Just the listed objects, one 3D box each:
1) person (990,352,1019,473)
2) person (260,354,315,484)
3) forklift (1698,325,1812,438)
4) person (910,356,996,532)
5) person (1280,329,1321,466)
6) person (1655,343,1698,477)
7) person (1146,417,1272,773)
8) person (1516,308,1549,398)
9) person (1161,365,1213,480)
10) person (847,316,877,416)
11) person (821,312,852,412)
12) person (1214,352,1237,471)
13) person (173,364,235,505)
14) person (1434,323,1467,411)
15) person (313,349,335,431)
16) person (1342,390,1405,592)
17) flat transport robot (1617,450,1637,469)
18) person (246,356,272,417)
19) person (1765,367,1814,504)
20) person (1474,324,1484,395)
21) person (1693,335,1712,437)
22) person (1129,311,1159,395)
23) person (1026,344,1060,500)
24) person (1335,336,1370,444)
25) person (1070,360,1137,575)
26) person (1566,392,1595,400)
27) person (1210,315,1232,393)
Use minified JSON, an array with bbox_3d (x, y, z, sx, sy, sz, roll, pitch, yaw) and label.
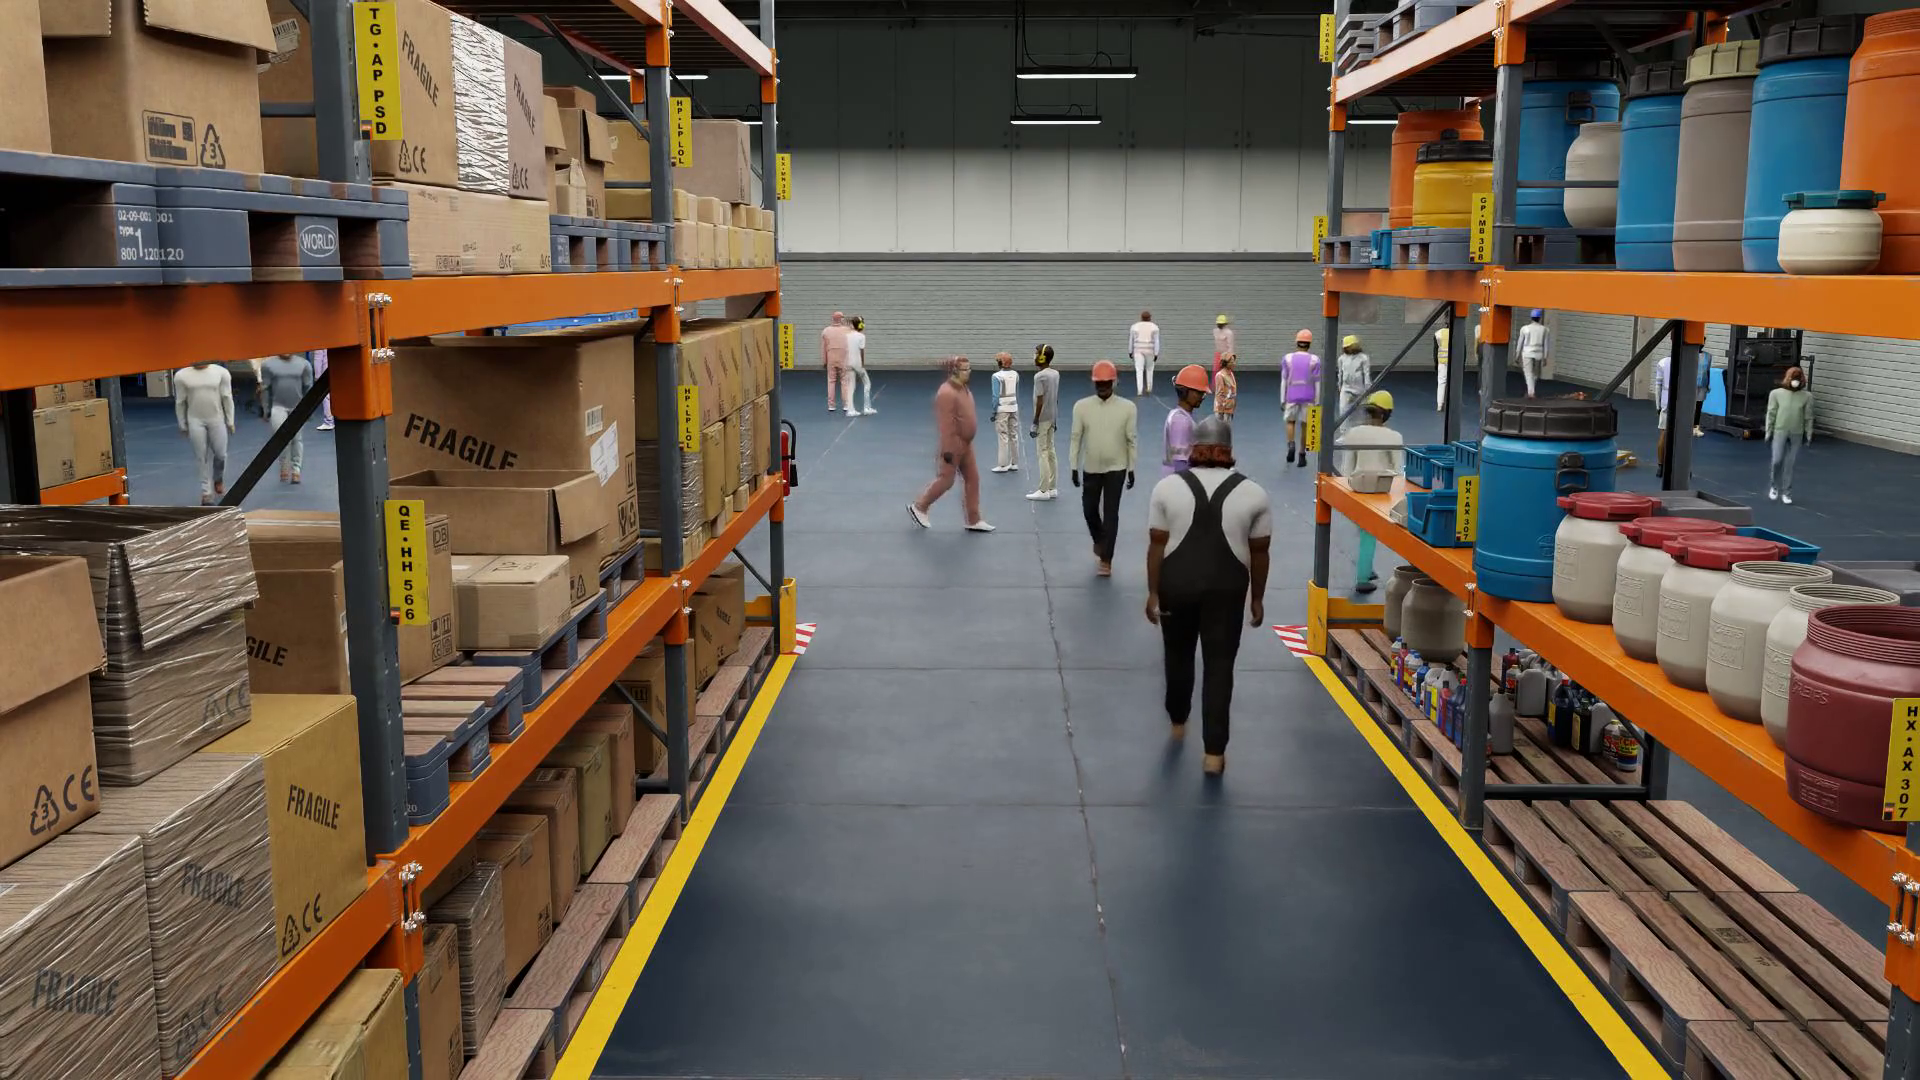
[{"bbox_3d":[0.614,-1.741,22.666,0.315,1.641,0.514,9,13,43],"label":"person"},{"bbox_3d":[-8.633,-1.674,21.416,0.655,1.921,0.668,-4,10,-24],"label":"person"},{"bbox_3d":[13.248,-3.165,27.620,1.129,2.768,1.873,0,9,1],"label":"forklift"},{"bbox_3d":[-0.089,-1.031,17.728,0.878,1.877,0.652,4,10,24],"label":"person"},{"bbox_3d":[4.790,-2.001,23.377,0.573,1.919,0.418,3,10,15],"label":"person"},{"bbox_3d":[9.539,-1.797,22.124,0.364,1.934,0.552,-8,13,-41],"label":"person"},{"bbox_3d":[1.437,0.257,9.631,0.703,2.000,0.981,2,10,9],"label":"person"},{"bbox_3d":[11.762,-3.789,34.112,0.598,1.919,0.933,0,9,-1],"label":"person"},{"bbox_3d":[1.816,-0.389,13.399,0.404,2.033,0.608,1,10,8],"label":"person"},{"bbox_3d":[-1.842,-3.253,31.119,0.554,1.840,0.776,8,13,41],"label":"person"},{"bbox_3d":[-2.331,-3.429,31.992,0.652,1.904,0.402,2,10,13],"label":"person"},{"bbox_3d":[3.602,-1.734,22.636,0.310,1.638,0.522,4,10,25],"label":"person"},{"bbox_3d":[-8.965,-1.397,19.757,0.645,1.925,0.503,-4,10,-23],"label":"person"},{"bbox_3d":[9.450,-3.412,32.080,0.626,1.844,0.429,5,11,29],"label":"person"},{"bbox_3d":[-10.801,-2.837,28.439,0.407,1.908,0.641,5,10,25],"label":"person"},{"bbox_3d":[3.651,-0.435,14.561,0.533,1.738,0.728,9,13,44],"label":"person"},{"bbox_3d":[8.875,-1.111,23.112,0.652,0.197,1.431,7,12,36],"label":"flat transport robot"},{"bbox_3d":[-12.924,-3.239,30.814,0.488,1.915,0.560,2,10,10],"label":"person"},{"bbox_3d":[9.828,-1.241,19.704,0.520,1.620,0.341,2,10,13],"label":"person"},{"bbox_3d":[11.408,-4.066,36.033,0.535,1.829,0.486,3,10,18],"label":"person"},{"bbox_3d":[12.073,-2.541,27.293,0.540,1.695,0.317,-1,10,-9],"label":"person"},{"bbox_3d":[4.003,-4.065,36.156,0.642,1.788,0.976,1,10,6],"label":"person"},{"bbox_3d":[1.010,-1.433,20.123,0.324,1.876,0.526,6,11,31],"label":"person"},{"bbox_3d":[6.285,-2.396,26.441,0.560,1.697,0.624,4,10,23],"label":"person"},{"bbox_3d":[1.337,-0.697,15.443,0.623,1.973,0.748,2,10,10],"label":"person"},{"bbox_3d":[4.815,-0.297,13.481,0.679,1.808,0.627,2,10,14],"label":"person"},{"bbox_3d":[5.701,-4.043,36.255,0.551,1.695,0.840,9,13,44],"label":"person"}]
